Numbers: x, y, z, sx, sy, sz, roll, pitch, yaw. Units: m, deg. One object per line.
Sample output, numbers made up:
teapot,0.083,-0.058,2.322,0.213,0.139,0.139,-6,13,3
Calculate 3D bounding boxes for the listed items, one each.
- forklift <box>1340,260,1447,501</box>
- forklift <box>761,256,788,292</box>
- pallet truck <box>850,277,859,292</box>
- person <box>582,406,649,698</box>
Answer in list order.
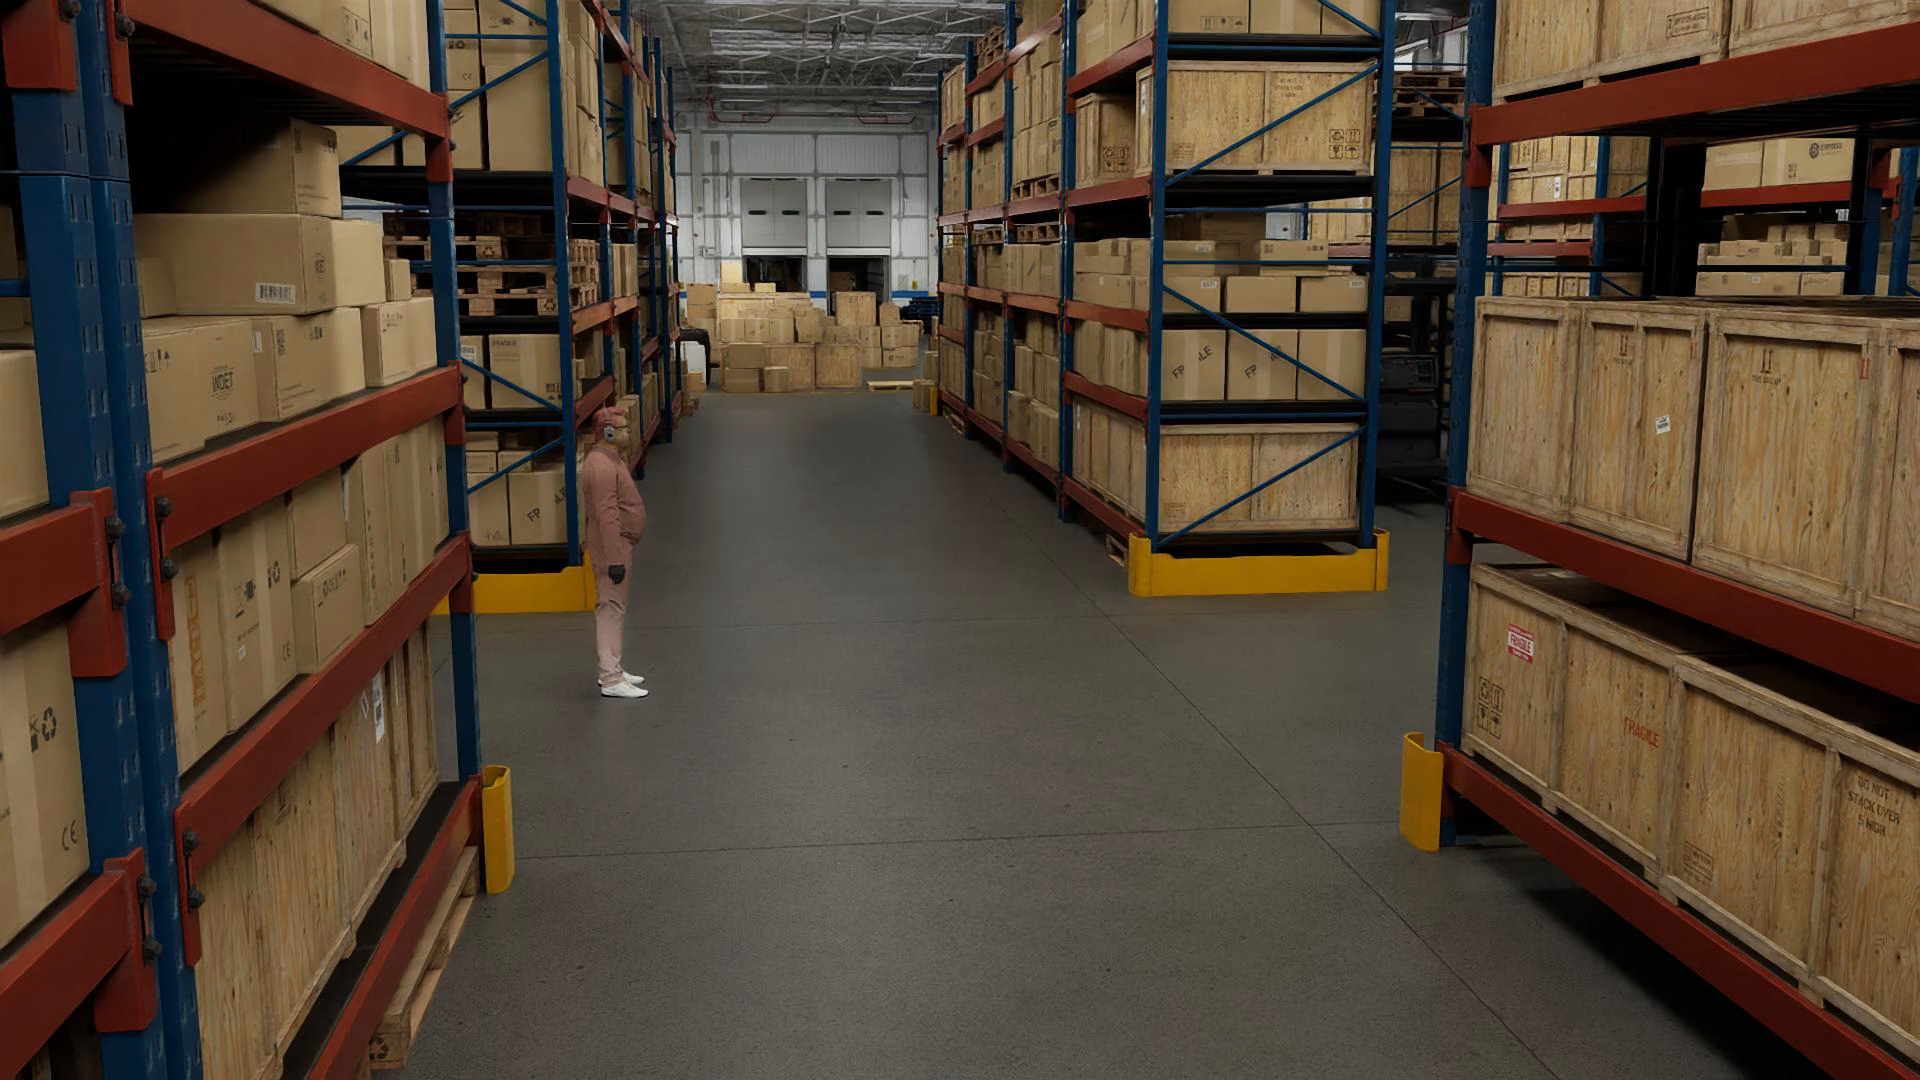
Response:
forklift,5.163,-1.972,20.049,1.129,2.768,1.873,-1,10,-7
forklift,-6.760,-8.992,60.913,1.129,2.768,1.873,-6,12,-33
pallet truck,-3.782,-9.391,65.808,1.885,1.965,0.823,2,10,10
person,-2.264,0.075,10.951,0.408,1.913,0.641,-2,10,-13
